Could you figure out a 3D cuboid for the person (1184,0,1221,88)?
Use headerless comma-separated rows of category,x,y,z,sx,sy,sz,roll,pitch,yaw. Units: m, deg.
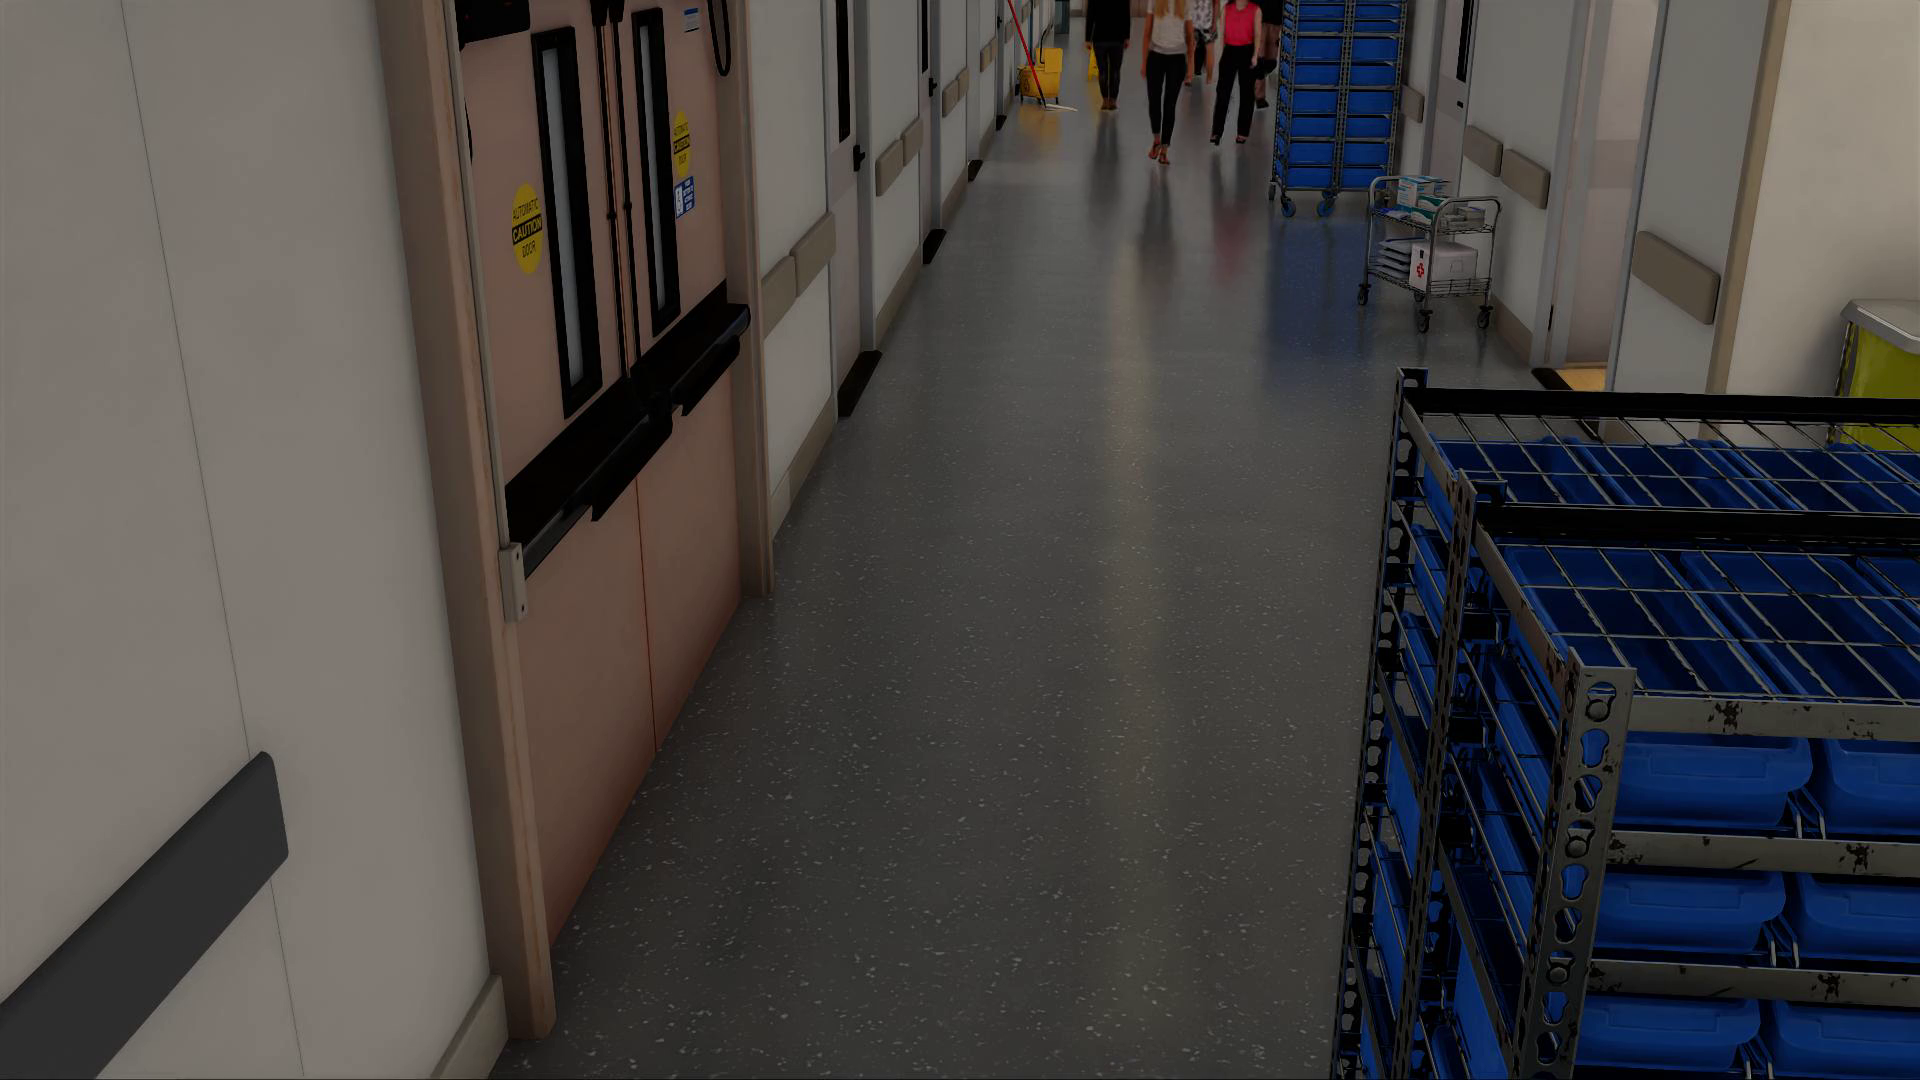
person,3.159,-6.905,22.050,0.929,1.785,1.212,9,23,23

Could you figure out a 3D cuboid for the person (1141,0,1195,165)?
person,1.914,-4.430,15.469,0.633,1.818,0.606,1,21,3

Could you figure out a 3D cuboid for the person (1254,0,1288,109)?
person,3.631,-6.161,19.919,0.875,1.903,1.154,-4,21,-10

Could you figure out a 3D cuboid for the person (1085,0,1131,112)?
person,1.753,-5.915,19.559,0.695,1.698,0.960,3,21,8

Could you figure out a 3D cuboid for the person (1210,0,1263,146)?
person,2.829,-4.792,16.686,0.747,1.633,1.006,7,22,18
